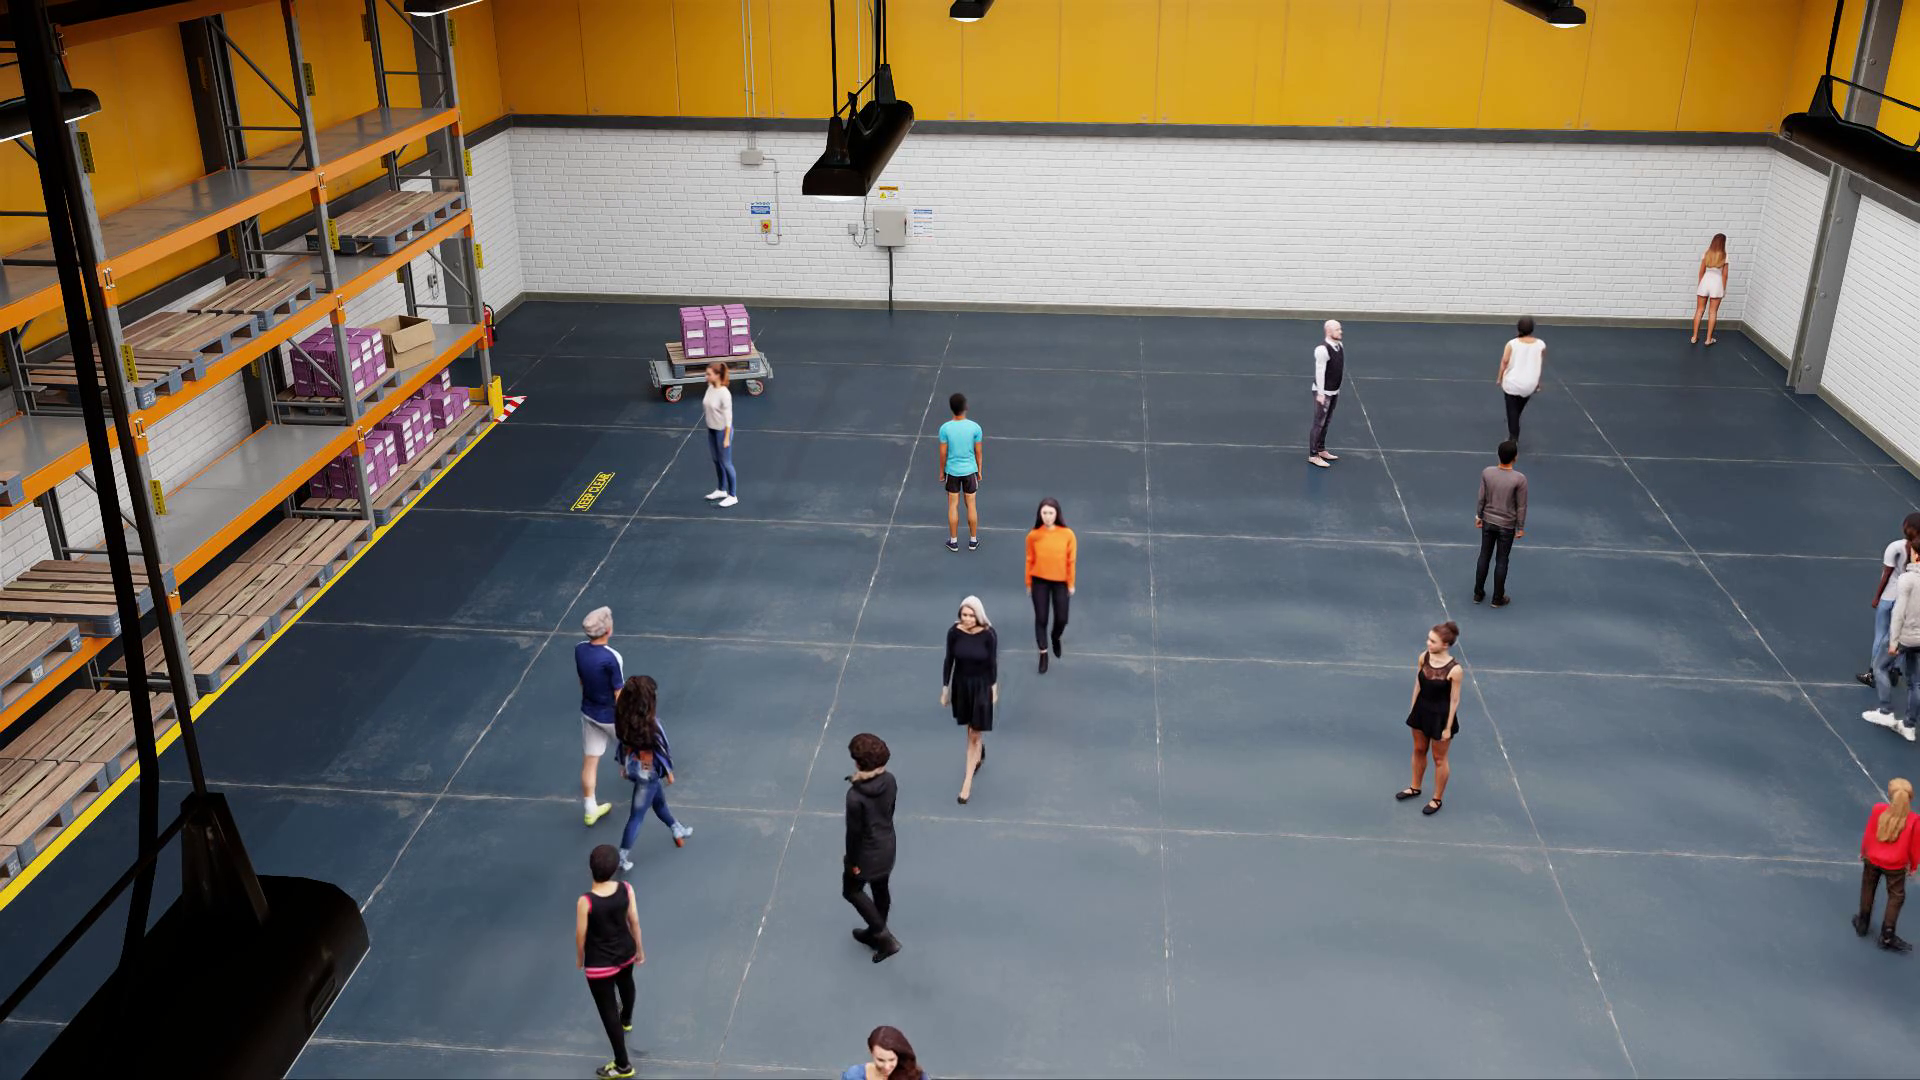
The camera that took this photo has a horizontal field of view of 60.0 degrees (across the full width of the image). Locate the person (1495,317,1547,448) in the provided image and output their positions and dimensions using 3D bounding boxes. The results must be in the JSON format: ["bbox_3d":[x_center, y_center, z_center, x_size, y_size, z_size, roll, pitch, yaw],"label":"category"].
[{"bbox_3d":[7.112,-1.973,21.127,0.714,1.650,1.078,0,24,0],"label":"person"}]

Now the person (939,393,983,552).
[{"bbox_3d":[0.012,-0.738,18.147,0.657,1.775,0.569,-2,24,-6],"label":"person"}]

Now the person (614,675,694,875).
[{"bbox_3d":[-2.441,1.812,12.550,1.008,1.585,1.135,18,30,36],"label":"person"}]

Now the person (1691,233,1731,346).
[{"bbox_3d":[11.430,-3.832,25.322,0.670,1.696,0.708,18,29,35],"label":"person"}]

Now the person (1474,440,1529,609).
[{"bbox_3d":[5.455,-0.171,16.857,0.721,1.768,0.713,12,26,25],"label":"person"}]

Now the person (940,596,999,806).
[{"bbox_3d":[0.108,1.234,13.725,0.762,1.702,1.203,6,24,13],"label":"person"}]

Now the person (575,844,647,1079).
[{"bbox_3d":[-2.216,2.692,10.619,1.004,1.520,0.951,19,30,36],"label":"person"}]

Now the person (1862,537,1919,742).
[{"bbox_3d":[8.283,0.892,14.351,0.768,1.828,0.813,-4,24,-9],"label":"person"}]

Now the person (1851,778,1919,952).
[{"bbox_3d":[6.623,2.295,11.845,0.738,1.265,0.708,-16,28,-33],"label":"person"}]

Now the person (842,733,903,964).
[{"bbox_3d":[-0.563,2.162,11.520,0.880,1.768,0.926,-22,32,-40],"label":"person"}]

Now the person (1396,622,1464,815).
[{"bbox_3d":[3.813,1.407,13.362,0.742,1.676,0.672,-16,28,-32],"label":"person"}]

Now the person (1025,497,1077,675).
[{"bbox_3d":[0.851,0.388,15.612,0.625,1.741,0.658,2,24,5],"label":"person"}]

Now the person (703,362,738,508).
[{"bbox_3d":[-2.789,-1.244,19.374,0.739,1.719,0.662,-16,28,-32],"label":"person"}]

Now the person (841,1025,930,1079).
[{"bbox_3d":[-0.412,3.294,8.892,0.764,1.799,0.828,-3,24,-7],"label":"person"}]

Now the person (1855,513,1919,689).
[{"bbox_3d":[8.621,0.543,15.286,0.632,1.719,0.601,-3,24,-8],"label":"person"}]

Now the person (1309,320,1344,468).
[{"bbox_3d":[4.540,-1.837,20.600,0.840,1.824,0.713,15,28,30],"label":"person"}]
